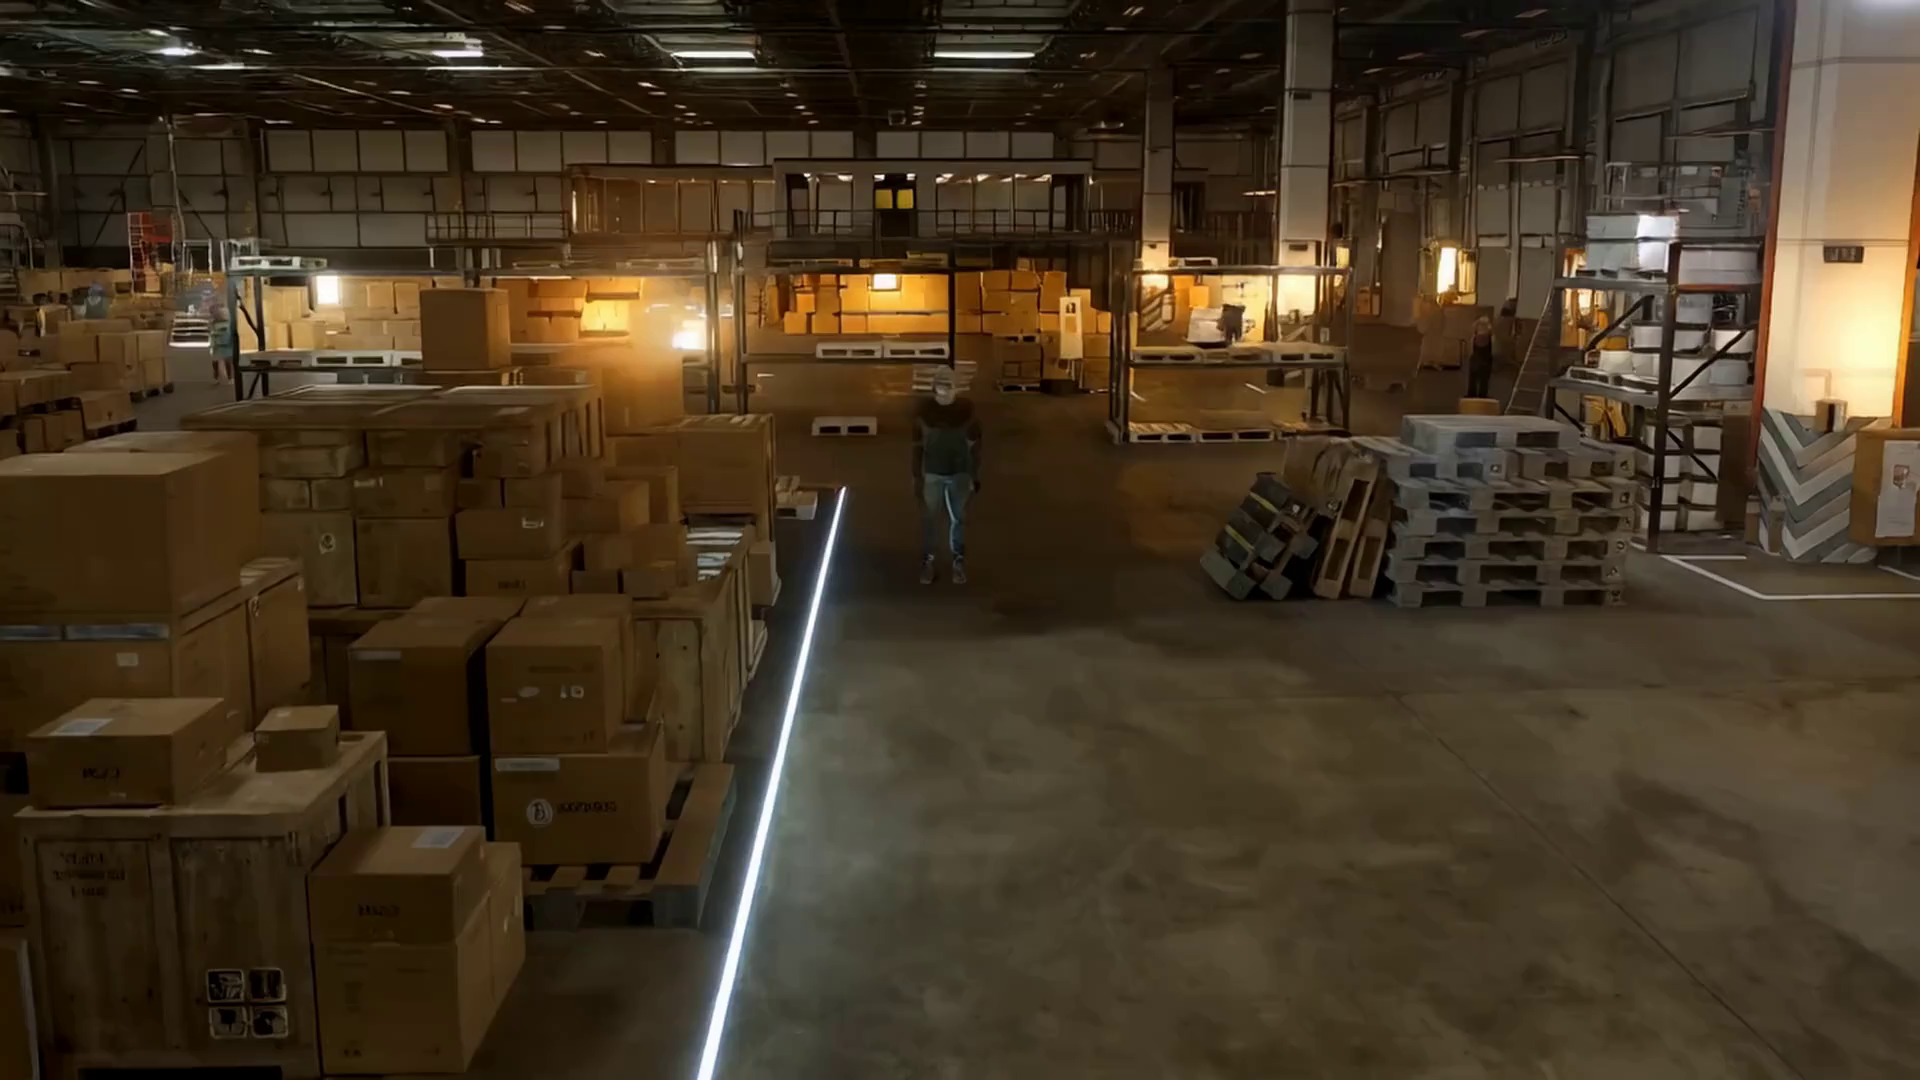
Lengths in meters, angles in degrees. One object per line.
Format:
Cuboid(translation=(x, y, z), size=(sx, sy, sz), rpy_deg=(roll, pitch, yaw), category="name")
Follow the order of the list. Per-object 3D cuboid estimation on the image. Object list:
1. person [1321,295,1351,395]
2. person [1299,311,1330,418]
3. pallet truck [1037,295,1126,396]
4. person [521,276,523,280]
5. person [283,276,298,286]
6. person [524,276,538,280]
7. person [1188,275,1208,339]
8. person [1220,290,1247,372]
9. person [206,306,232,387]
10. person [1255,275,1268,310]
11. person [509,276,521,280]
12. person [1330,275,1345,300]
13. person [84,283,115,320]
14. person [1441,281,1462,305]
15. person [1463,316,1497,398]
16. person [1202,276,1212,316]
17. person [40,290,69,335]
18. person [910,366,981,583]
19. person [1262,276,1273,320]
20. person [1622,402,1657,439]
Cuboid(translation=(7.448, -3.857, 32.939), size=(0.622, 1.990, 0.402), rpy_deg=(0, 10, -2), category="person")
Cuboid(translation=(6.118, -3.026, 28.656), size=(0.533, 1.868, 0.310), rpy_deg=(0, 10, -2), category="person")
Cuboid(translation=(2.483, -3.881, 33.060), size=(1.885, 1.965, 0.823), rpy_deg=(-7, 13, -36), category="pallet truck")
Cuboid(translation=(-21.575, -12.438, 80.930), size=(0.594, 1.924, 0.381), rpy_deg=(0, 10, -2), category="person")
Cuboid(translation=(-28.488, -10.593, 70.767), size=(0.584, 1.882, 0.337), rpy_deg=(0, 10, -2), category="person")
Cuboid(translation=(-15.817, -8.980, 61.343), size=(0.614, 2.040, 0.390), rpy_deg=(0, 10, -2), category="person")
Cuboid(translation=(7.457, -7.289, 52.055), size=(0.622, 1.992, 0.396), rpy_deg=(0, 10, -2), category="person")
Cuboid(translation=(6.382, -4.877, 38.871), size=(0.637, 1.914, 0.398), rpy_deg=(-2, 10, -9), category="person")
Cuboid(translation=(-15.474, -4.033, 34.746), size=(0.540, 1.695, 0.317), rpy_deg=(0, 10, -2), category="person")
Cuboid(translation=(12.782, -10.469, 70.202), size=(0.633, 1.839, 0.429), rpy_deg=(0, 10, -2), category="person")
Cuboid(translation=(-19.881, -11.244, 74.255), size=(0.551, 1.932, 0.378), rpy_deg=(0, 10, -2), category="person")
Cuboid(translation=(14.521, -9.403, 63.995), size=(0.551, 1.932, 0.378), rpy_deg=(0, 10, -2), category="person")
Cuboid(translation=(-21.111, -5.283, 40.752), size=(0.701, 2.000, 0.538), rpy_deg=(-1, 10, -8), category="person")
Cuboid(translation=(15.160, -7.069, 51.319), size=(0.634, 1.833, 0.435), rpy_deg=(0, 10, 1), category="person")
Cuboid(translation=(8.508, -2.743, 27.219), size=(0.516, 1.837, 0.405), rpy_deg=(0, 10, 1), category="person")
Cuboid(translation=(9.003, -8.827, 61.317), size=(0.549, 1.754, 0.394), rpy_deg=(1, 10, 6), category="person")
Cuboid(translation=(-20.640, -4.726, 37.936), size=(0.635, 1.936, 0.356), rpy_deg=(0, 10, -2), category="person")
Cuboid(translation=(-0.131, -0.579, 14.827), size=(0.635, 1.937, 0.352), rpy_deg=(0, 10, -2), category="person")
Cuboid(translation=(12.038, -9.428, 64.800), size=(0.540, 1.695, 0.317), rpy_deg=(0, 10, -2), category="person")
Cuboid(translation=(8.520, -1.546, 20.761), size=(0.492, 1.742, 0.319), rpy_deg=(0, 10, -2), category="person")
